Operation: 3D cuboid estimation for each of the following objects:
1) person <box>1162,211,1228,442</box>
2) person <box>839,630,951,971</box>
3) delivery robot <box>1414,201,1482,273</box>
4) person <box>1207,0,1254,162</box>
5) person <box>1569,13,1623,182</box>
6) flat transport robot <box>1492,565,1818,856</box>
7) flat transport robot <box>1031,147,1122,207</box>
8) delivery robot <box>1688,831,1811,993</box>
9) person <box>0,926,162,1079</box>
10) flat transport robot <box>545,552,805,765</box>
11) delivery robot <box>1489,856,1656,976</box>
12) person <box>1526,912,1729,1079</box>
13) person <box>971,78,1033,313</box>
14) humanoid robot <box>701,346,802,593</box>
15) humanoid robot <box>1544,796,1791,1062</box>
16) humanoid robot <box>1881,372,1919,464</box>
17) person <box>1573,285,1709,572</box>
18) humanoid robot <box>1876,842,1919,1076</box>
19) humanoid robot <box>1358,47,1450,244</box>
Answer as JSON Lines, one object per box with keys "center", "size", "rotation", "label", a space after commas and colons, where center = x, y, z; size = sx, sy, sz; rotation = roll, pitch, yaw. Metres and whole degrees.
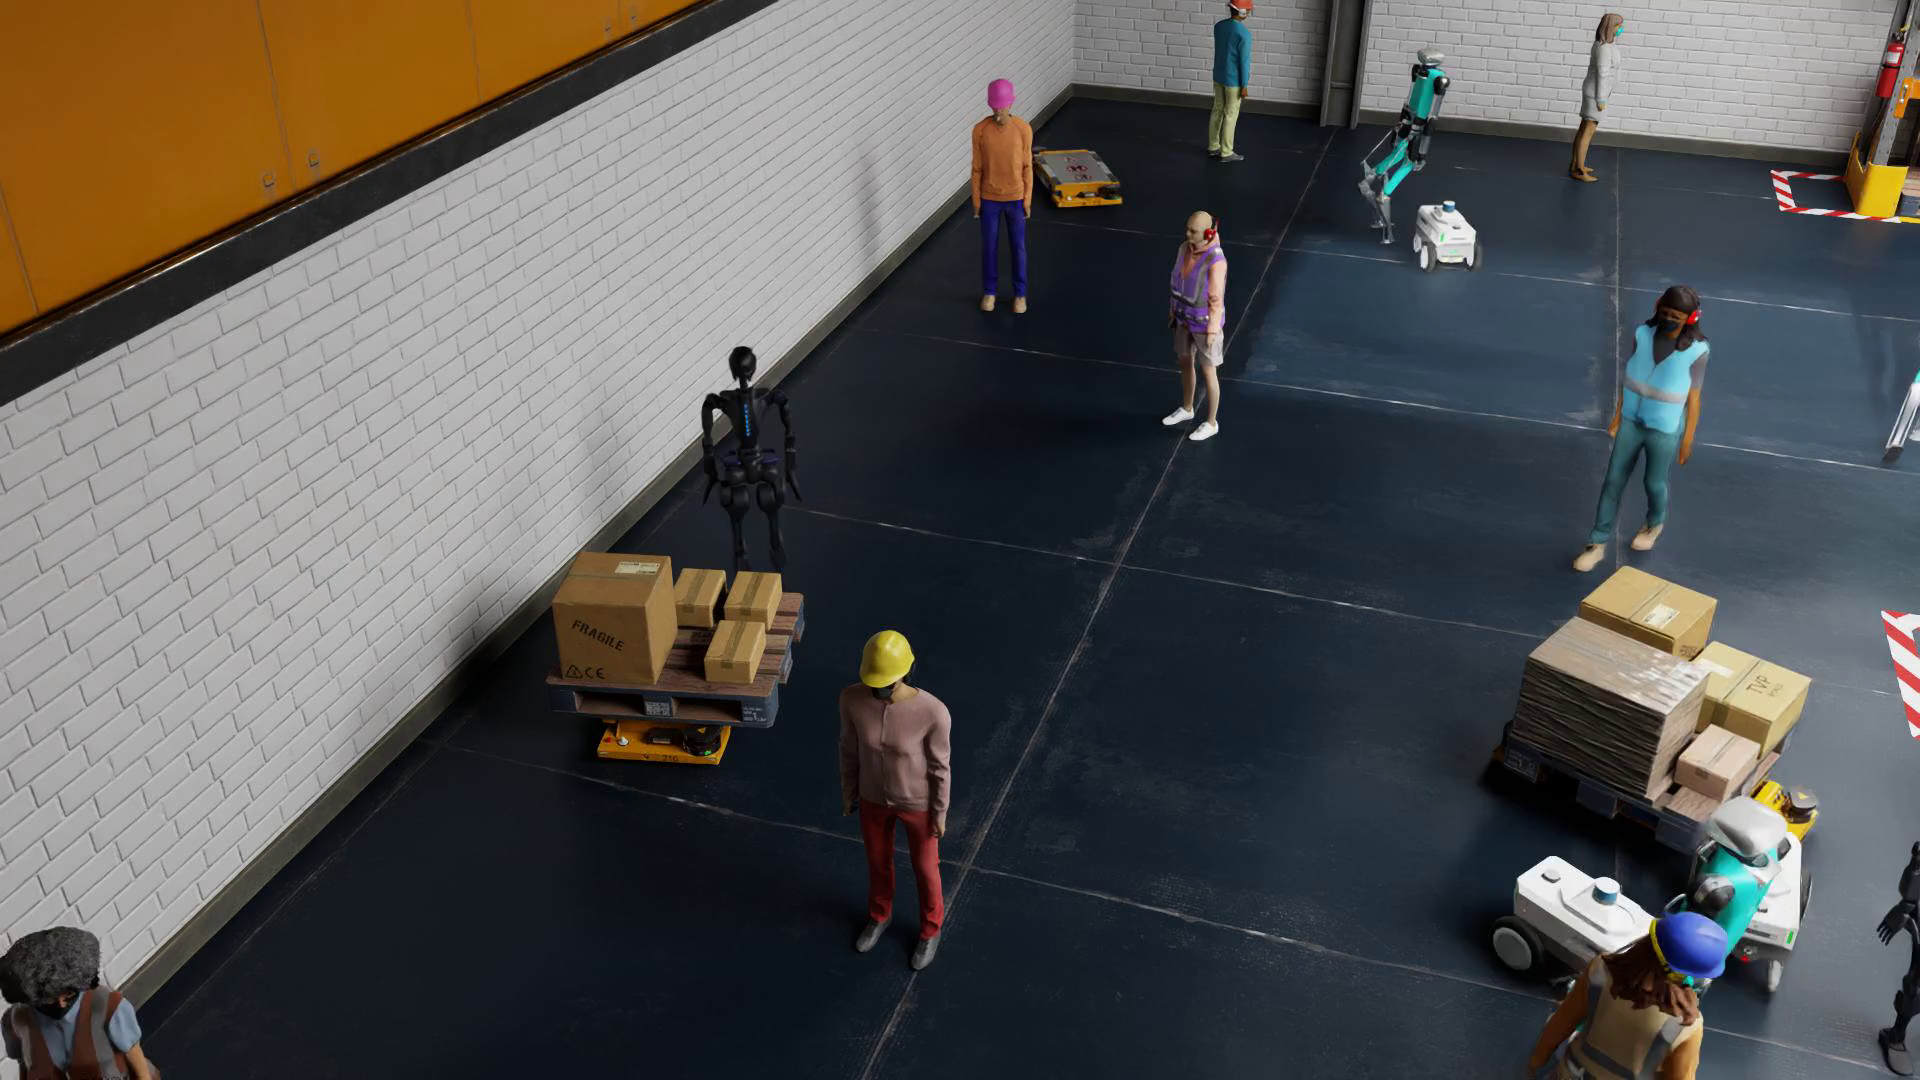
{"center": [1.687, -1.533, 11.835], "size": [0.359, 1.684, 0.485], "rotation": [-18, 35, -27], "label": "person"}
{"center": [-0.285, 1.131, 7.233], "size": [0.516, 1.756, 0.339], "rotation": [10, 32, 17], "label": "person"}
{"center": [4.386, -2.747, 15.033], "size": [0.499, 0.611, 0.814], "rotation": [-2, 31, -3], "label": "delivery robot"}
{"center": [2.860, -4.860, 17.440], "size": [0.349, 1.744, 0.555], "rotation": [-16, 34, -26], "label": "person"}
{"center": [6.495, -4.507, 16.917], "size": [0.340, 1.660, 0.487], "rotation": [7, 31, 11], "label": "person"}
{"center": [3.554, 1.223, 8.544], "size": [1.431, 0.231, 0.659], "rotation": [26, 39, 37], "label": "flat transport robot"}
{"center": [1.156, -3.702, 16.923], "size": [0.659, 0.231, 1.431], "rotation": [-5, 31, -9], "label": "flat transport robot"}
{"center": [3.621, 1.616, 7.594], "size": [0.499, 0.595, 0.781], "rotation": [13, 33, 21], "label": "delivery robot"}
{"center": [-3.042, 2.008, 5.833], "size": [0.486, 1.664, 0.375], "rotation": [-5, 31, -9], "label": "person"}
{"center": [-1.527, 0.750, 9.350], "size": [0.659, 0.231, 1.431], "rotation": [3, 31, 5], "label": "flat transport robot"}
{"center": [2.788, 1.746, 7.392], "size": [0.499, 0.614, 0.791], "rotation": [-21, 36, -32], "label": "delivery robot"}
{"center": [2.206, 1.926, 5.902], "size": [0.398, 1.729, 0.684], "rotation": [-26, 39, -37], "label": "person"}
{"center": [0.343, -2.848, 13.796], "size": [0.515, 1.974, 0.404], "rotation": [2, 31, 4], "label": "person"}
{"center": [-1.236, -0.365, 9.849], "size": [0.583, 1.655, 0.342], "rotation": [-5, 31, -8], "label": "humanoid robot"}
{"center": [2.611, 1.650, 6.410], "size": [0.536, 1.826, 0.712], "rotation": [-23, 37, -34], "label": "humanoid robot"}
{"center": [6.833, -1.355, 11.493], "size": [0.530, 1.752, 1.003], "rotation": [26, 39, 37], "label": "humanoid robot"}
{"center": [4.262, -0.697, 10.258], "size": [0.797, 1.844, 0.546], "rotation": [-25, 39, -36], "label": "person"}
{"center": [4.059, 1.486, 6.698], "size": [0.589, 1.647, 0.341], "rotation": [6, 31, 10], "label": "humanoid robot"}
{"center": [4.011, -3.609, 15.307], "size": [0.731, 1.765, 0.530], "rotation": [-7, 31, -12], "label": "humanoid robot"}
